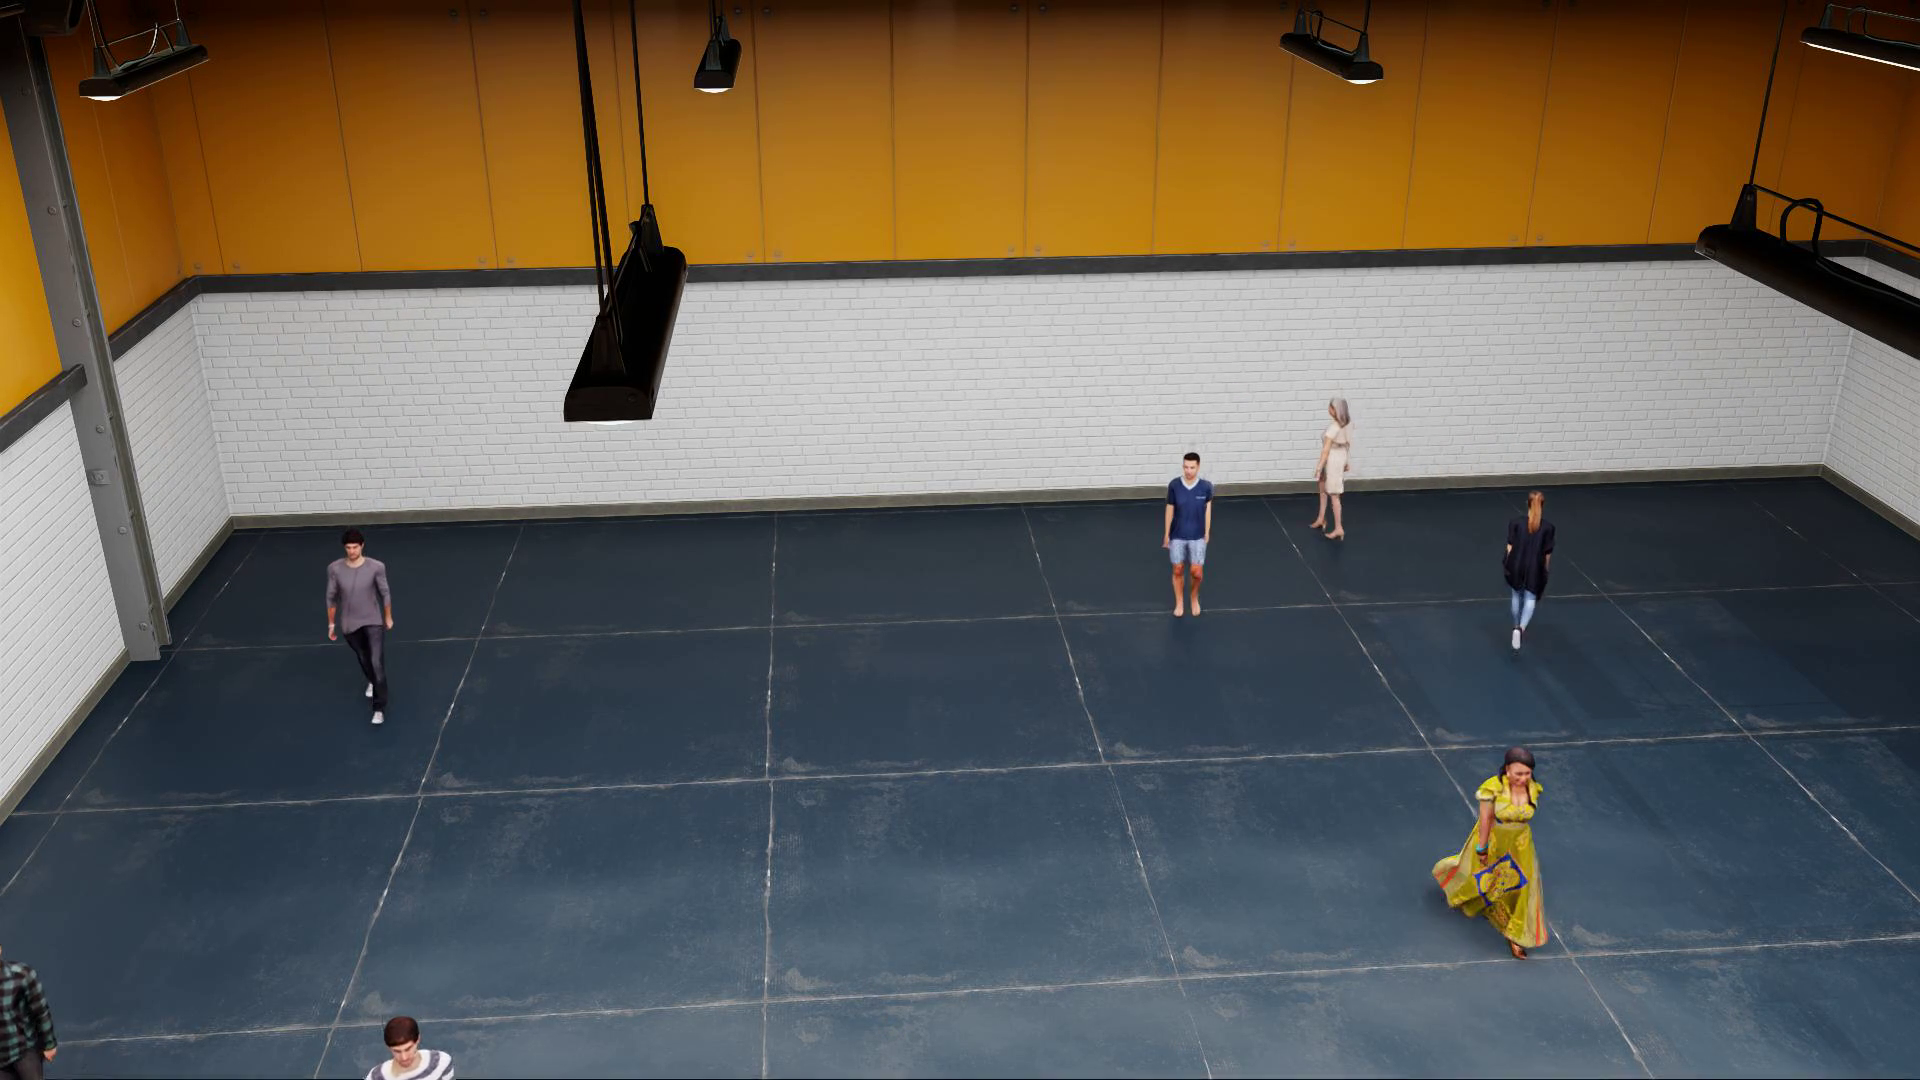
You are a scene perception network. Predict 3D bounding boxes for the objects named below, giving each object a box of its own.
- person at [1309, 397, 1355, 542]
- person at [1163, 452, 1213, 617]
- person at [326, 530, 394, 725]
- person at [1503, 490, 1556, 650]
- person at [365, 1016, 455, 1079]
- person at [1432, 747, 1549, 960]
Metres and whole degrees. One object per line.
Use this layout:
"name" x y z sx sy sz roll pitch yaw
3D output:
"person" 4.373 -0.791 19.080 0.842 1.716 0.782 19 30 36
"person" 2.377 -0.094 17.336 0.694 1.836 0.698 5 24 11
"person" -5.557 0.735 15.480 0.684 1.803 1.145 -2 24 -5
"person" 5.647 0.328 16.596 0.890 1.654 1.058 9 25 20
"person" -3.050 3.391 9.359 0.737 1.838 0.764 -9 25 -20
"person" 3.954 2.219 12.318 0.809 1.616 1.192 -4 24 -10
